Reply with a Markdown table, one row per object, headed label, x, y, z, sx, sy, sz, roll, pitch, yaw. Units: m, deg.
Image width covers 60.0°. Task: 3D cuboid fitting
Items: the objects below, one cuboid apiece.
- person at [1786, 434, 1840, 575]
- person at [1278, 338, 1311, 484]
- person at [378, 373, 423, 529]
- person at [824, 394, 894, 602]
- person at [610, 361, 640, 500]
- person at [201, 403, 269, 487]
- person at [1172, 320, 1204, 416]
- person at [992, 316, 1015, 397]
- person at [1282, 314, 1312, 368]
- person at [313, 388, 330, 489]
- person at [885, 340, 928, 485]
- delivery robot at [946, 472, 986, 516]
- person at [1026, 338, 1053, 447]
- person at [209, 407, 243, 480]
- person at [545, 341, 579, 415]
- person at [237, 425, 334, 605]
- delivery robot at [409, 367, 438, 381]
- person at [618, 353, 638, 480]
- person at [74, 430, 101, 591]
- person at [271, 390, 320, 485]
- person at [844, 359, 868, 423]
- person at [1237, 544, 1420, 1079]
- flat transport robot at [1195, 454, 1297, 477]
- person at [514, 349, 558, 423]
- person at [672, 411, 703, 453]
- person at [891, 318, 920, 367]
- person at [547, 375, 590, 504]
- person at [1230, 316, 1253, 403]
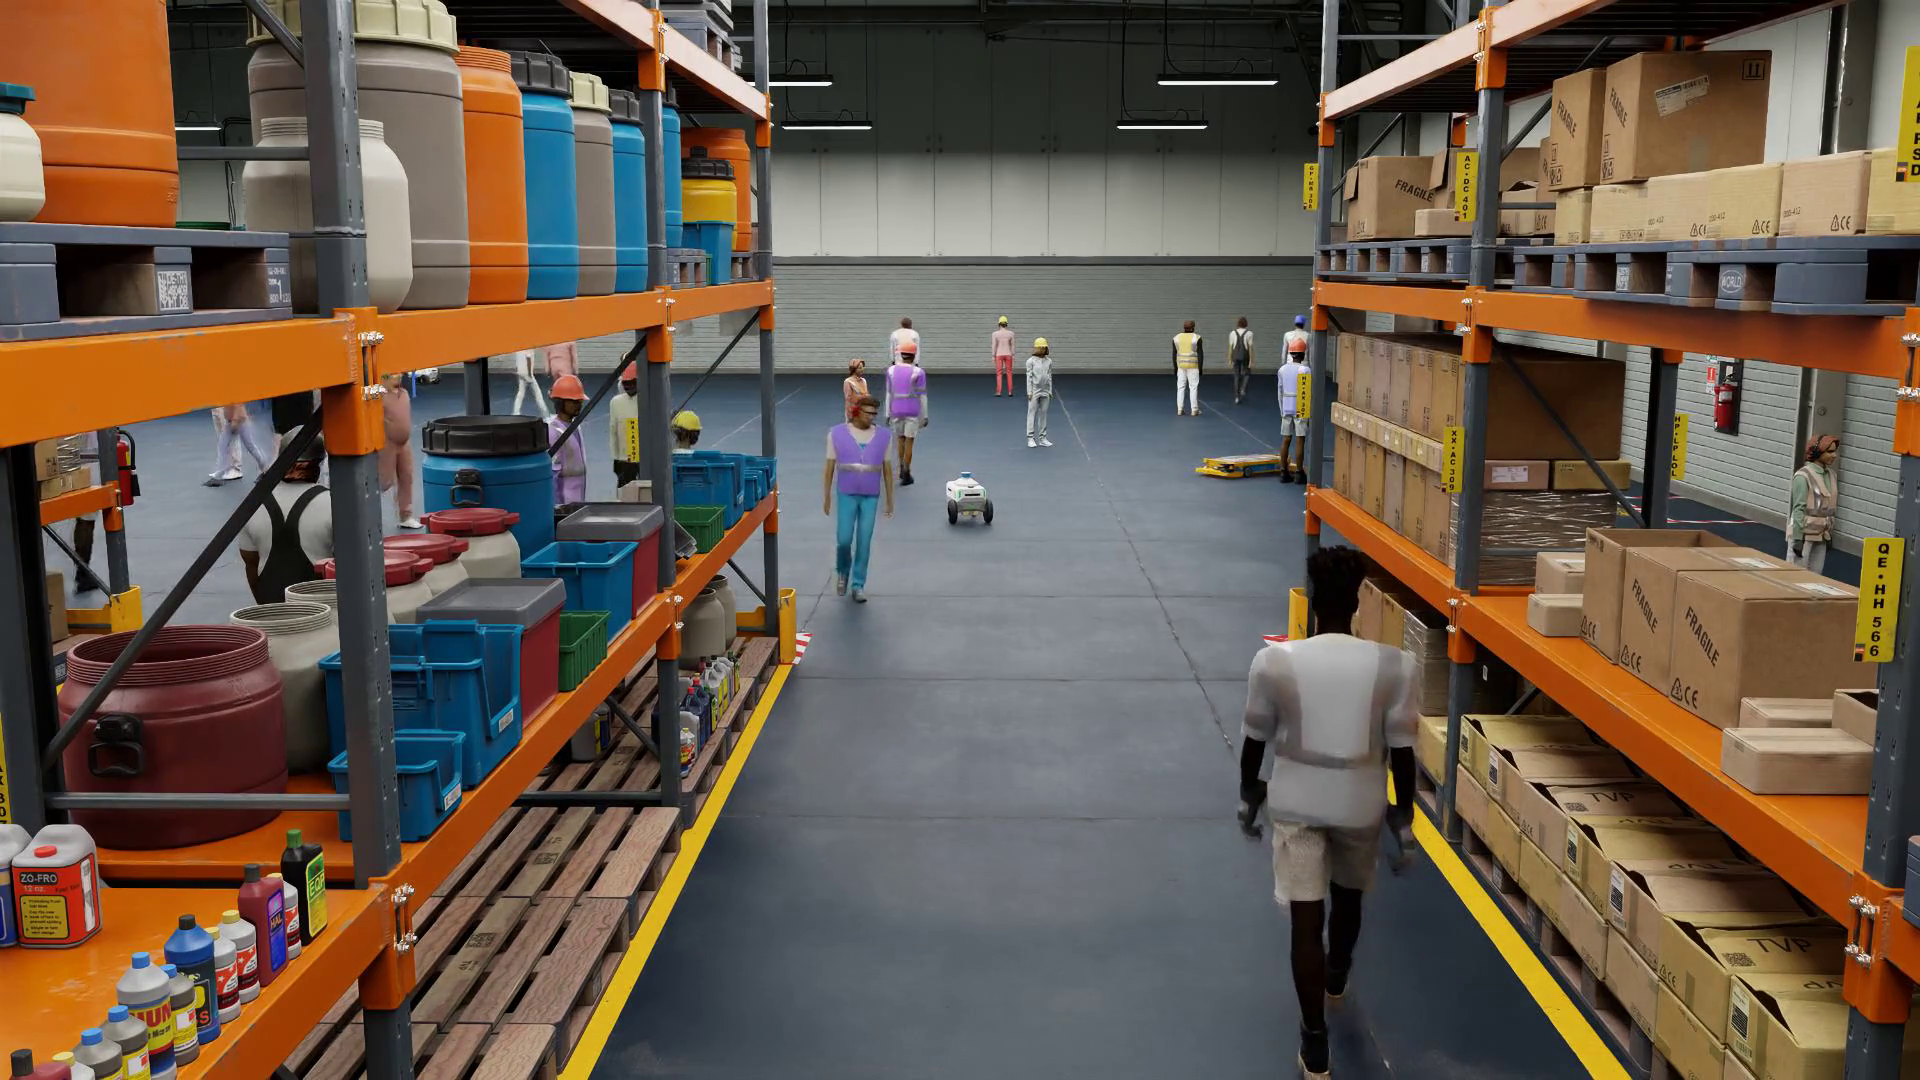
| label | x | y | z | sx | sy | sz | roll | pitch | yaw |
| --- | --- | --- | --- | --- | --- | --- | --- | --- | --- |
| person | 6.622 | -0.011 | 12.948 | 0.508 | 1.629 | 0.315 | -6 | 11 | -32 |
| person | 4.514 | -1.731 | 22.310 | 0.349 | 1.942 | 0.545 | -8 | 13 | -41 |
| person | -6.399 | -1.060 | 18.497 | 0.700 | 1.885 | 0.652 | 4 | 10 | 21 |
| person | -0.885 | -0.374 | 14.552 | 0.591 | 1.818 | 0.435 | -2 | 10 | -14 |
| person | -3.282 | -0.852 | 16.976 | 0.614 | 1.974 | 0.565 | 2 | 10 | 14 |
| person | -9.608 | -1.579 | 22.075 | 0.531 | 1.726 | 0.907 | 7 | 12 | 36 |
| person | 4.438 | -3.347 | 32.290 | 0.620 | 1.845 | 0.430 | 6 | 11 | 30 |
| person | 0.956 | -4.053 | 36.741 | 0.522 | 1.769 | 0.318 | -2 | 10 | -10 |
| person | 6.700 | -3.502 | 32.959 | 0.623 | 1.928 | 0.642 | 0 | 9 | -1 |
| person | -8.167 | -1.520 | 21.321 | 0.547 | 1.851 | 0.519 | 7 | 12 | 38 |
| person | -0.685 | -1.722 | 22.341 | 0.569 | 1.911 | 0.680 | 3 | 10 | 20 |
| delivery robot | 0.068 | -0.539 | 19.162 | 0.477 | 0.478 | 0.707 | -2 | 10 | -12 |
| person | 1.290 | -2.378 | 26.776 | 0.487 | 1.746 | 0.290 | -6 | 11 | -32 |
| person | -10.084 | -1.787 | 22.739 | 0.407 | 1.913 | 0.641 | -9 | 13 | -44 |
| person | -7.556 | -3.234 | 31.487 | 0.655 | 1.887 | 0.800 | 2 | 10 | 13 |
| person | -3.711 | 0.372 | 9.547 | 0.685 | 2.000 | 0.538 | 1 | 10 | 6 |
| delivery robot | -13.081 | -4.101 | 40.497 | 0.707 | 0.478 | 0.477 | 4 | 10 | 24 |
| person | -3.998 | -1.359 | 20.322 | 0.329 | 1.865 | 0.508 | 6 | 11 | 31 |
| person | -7.928 | -0.521 | 15.124 | 0.586 | 1.918 | 0.615 | 1 | 10 | 6 |
| person | -7.906 | -1.293 | 19.676 | 0.626 | 1.952 | 1.012 | 3 | 10 | 15 |
| person | -1.423 | -1.668 | 22.835 | 0.306 | 1.640 | 0.522 | 4 | 10 | 25 |
| person | 1.364 | 0.959 | 6.250 | 0.634 | 1.915 | 0.972 | 1 | 10 | 7 |
| flat transport robot | 4.068 | -1.058 | 23.400 | 1.431 | 0.197 | 0.652 | -6 | 11 | -33 |
| person | -7.809 | -3.021 | 30.397 | 0.932 | 1.830 | 0.516 | -9 | 13 | -43 |
| person | -2.240 | -0.205 | 13.837 | 0.548 | 1.720 | 0.900 | 7 | 12 | 36 |
| person | -1.154 | -3.772 | 34.992 | 0.626 | 1.803 | 0.949 | 1 | 10 | 5 |
| person | -3.179 | -0.324 | 13.587 | 0.391 | 2.039 | 0.615 | 1 | 10 | 6 |
| person | 5.933 | -3.807 | 35.085 | 0.516 | 1.835 | 0.396 | 4 | 10 | 20 |
